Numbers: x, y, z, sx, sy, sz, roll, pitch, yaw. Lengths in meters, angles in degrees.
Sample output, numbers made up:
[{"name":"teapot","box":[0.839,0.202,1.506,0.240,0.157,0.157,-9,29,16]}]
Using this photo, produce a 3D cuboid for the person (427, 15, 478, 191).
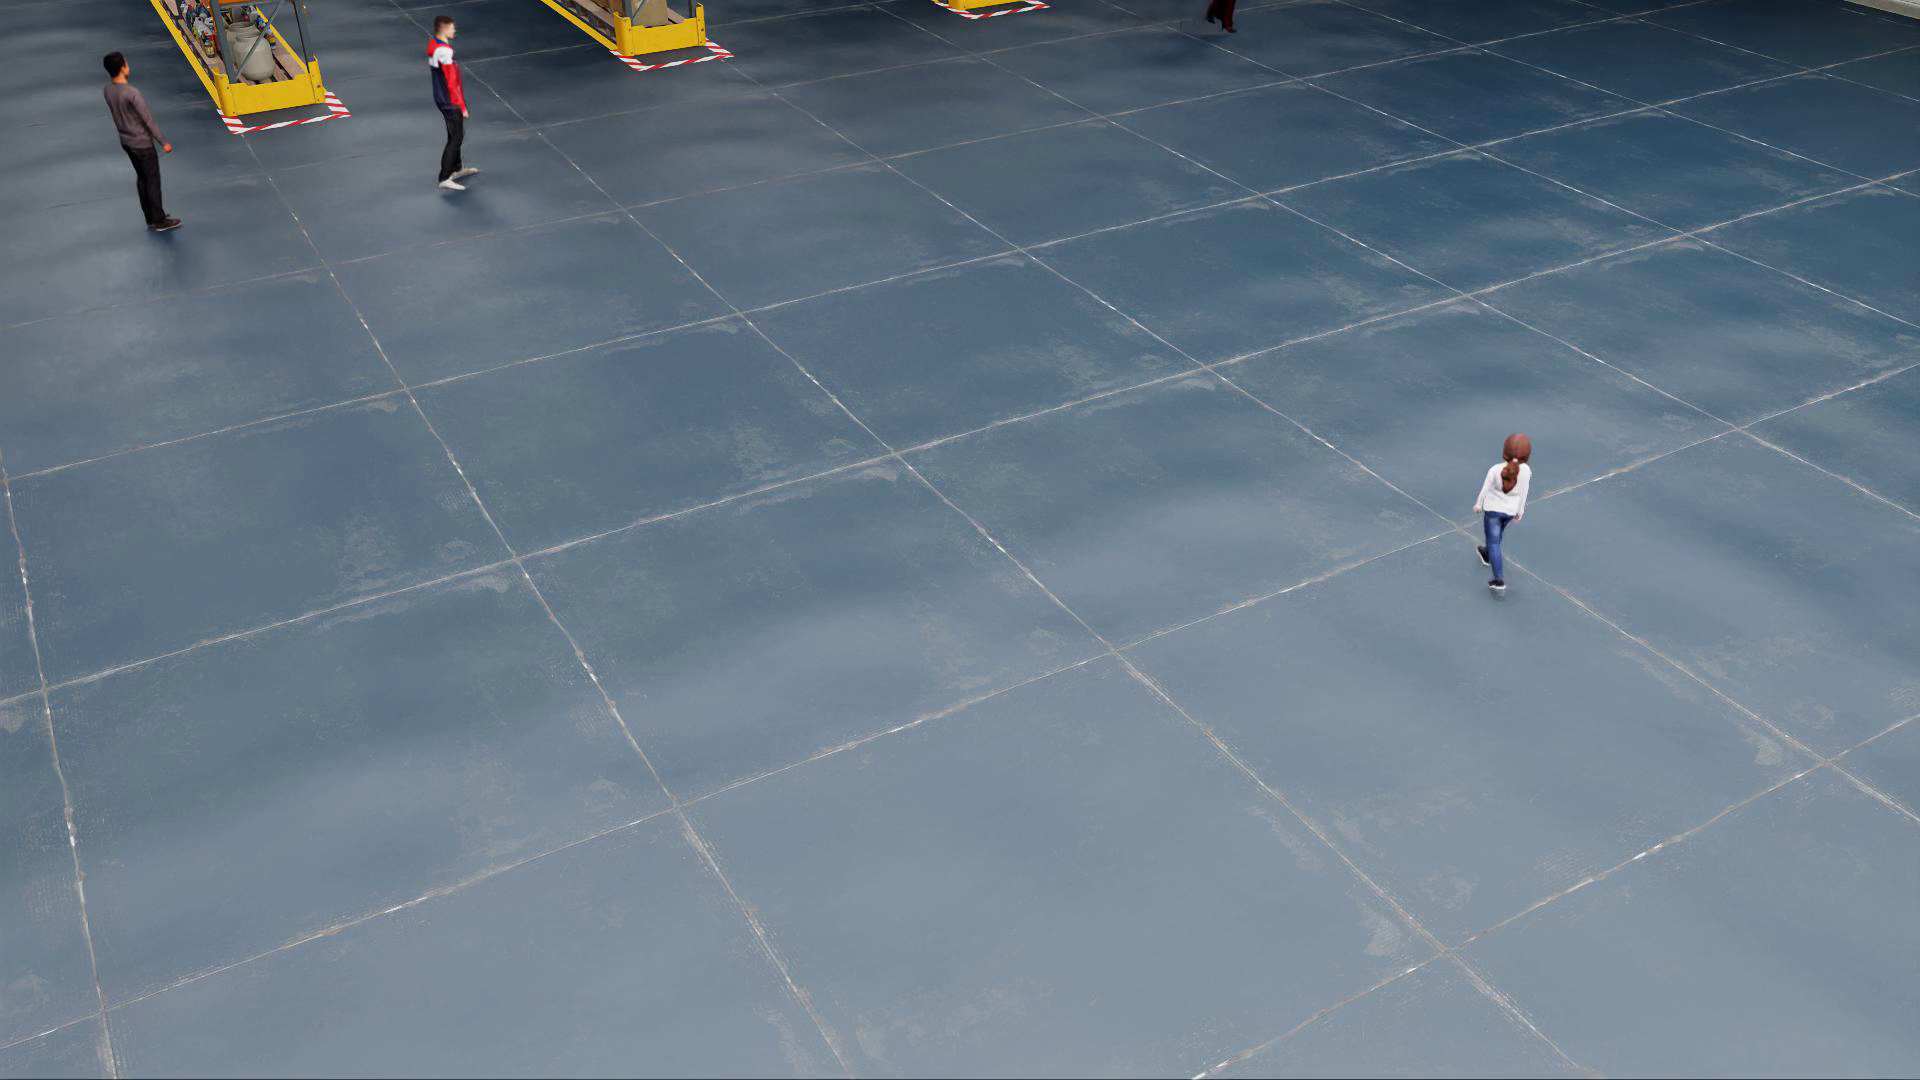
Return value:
[{"name":"person","box":[-5.370,-4.618,17.496,0.950,1.750,0.693,-14,35,-21]}]

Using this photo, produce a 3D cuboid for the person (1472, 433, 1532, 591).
[{"name":"person","box":[3.624,-0.186,11.090,0.610,1.089,0.839,-5,33,-8]}]

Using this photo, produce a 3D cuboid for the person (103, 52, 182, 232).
[{"name":"person","box":[-8.099,-3.886,16.323,0.691,1.764,0.818,7,33,11]}]

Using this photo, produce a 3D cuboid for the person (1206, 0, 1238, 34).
[{"name":"person","box":[3.550,-7.738,22.438,0.861,1.753,0.764,0,32,-1]}]
